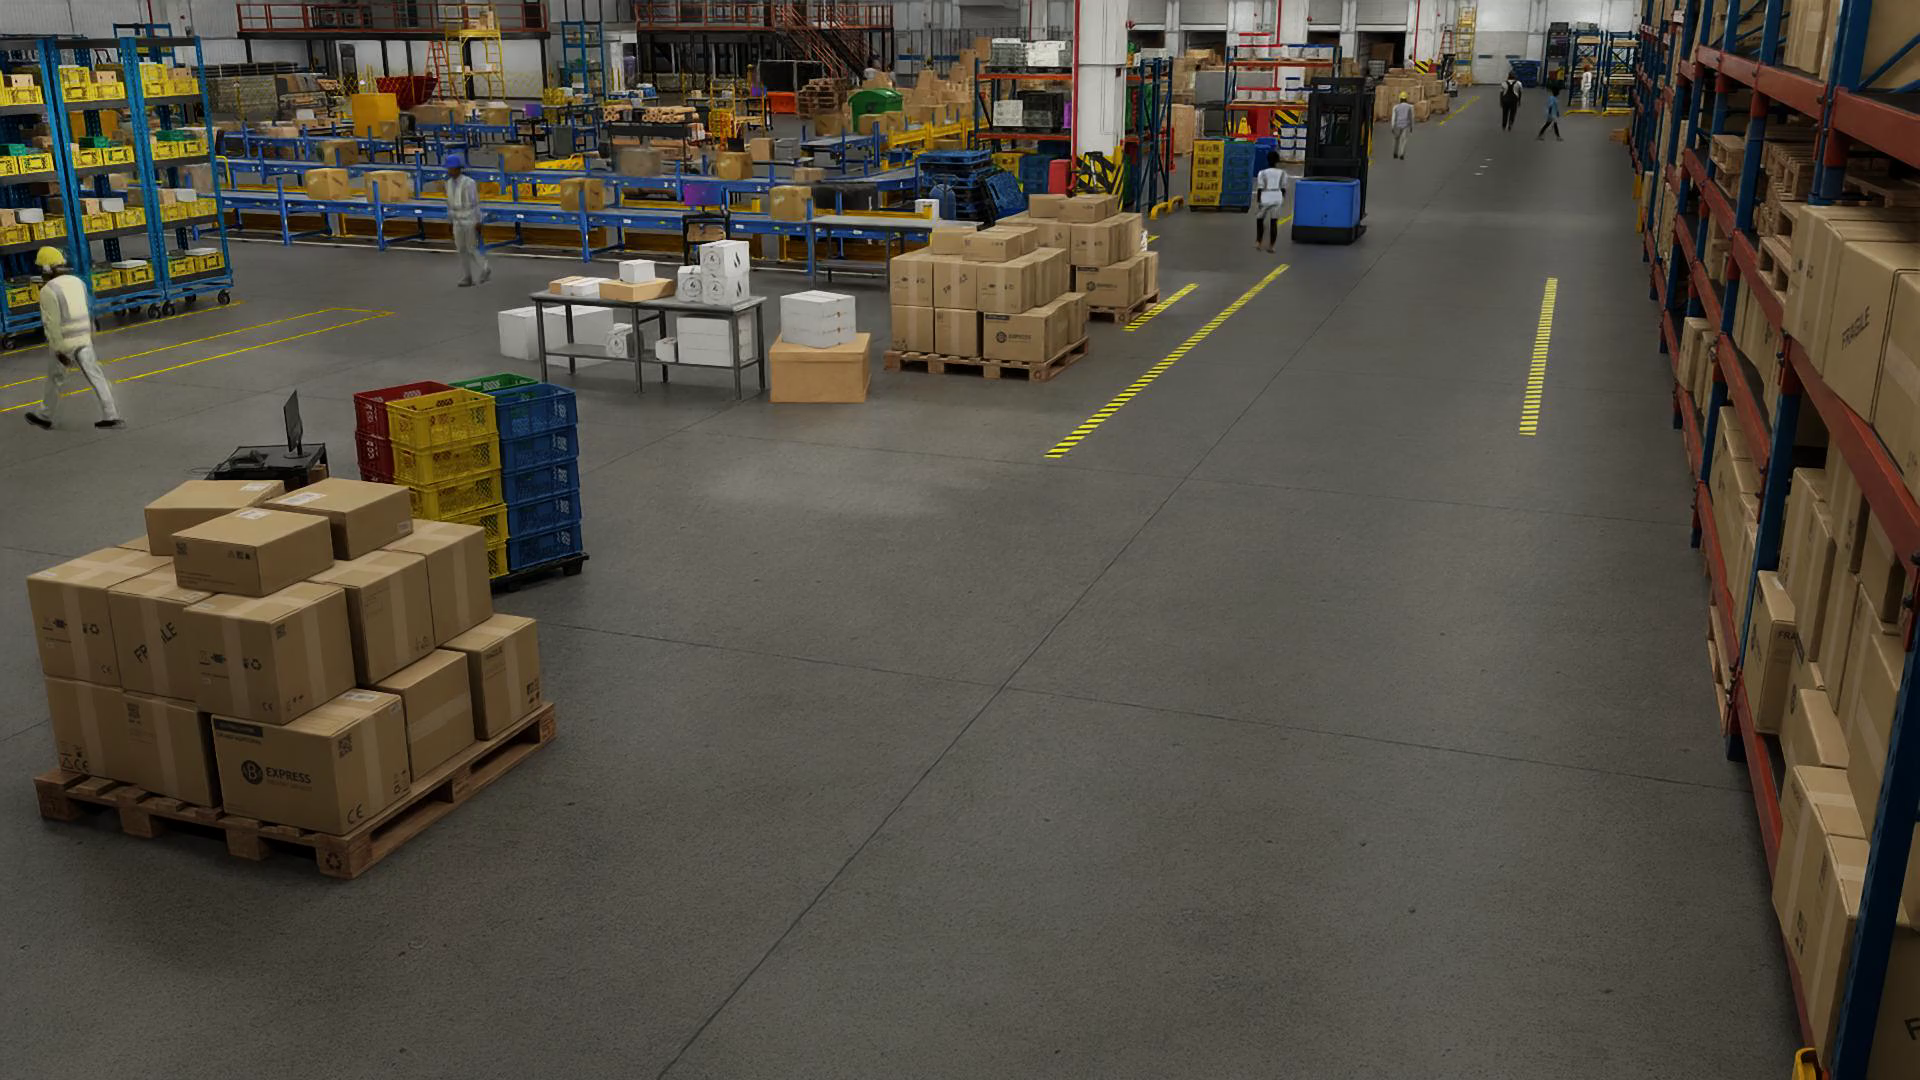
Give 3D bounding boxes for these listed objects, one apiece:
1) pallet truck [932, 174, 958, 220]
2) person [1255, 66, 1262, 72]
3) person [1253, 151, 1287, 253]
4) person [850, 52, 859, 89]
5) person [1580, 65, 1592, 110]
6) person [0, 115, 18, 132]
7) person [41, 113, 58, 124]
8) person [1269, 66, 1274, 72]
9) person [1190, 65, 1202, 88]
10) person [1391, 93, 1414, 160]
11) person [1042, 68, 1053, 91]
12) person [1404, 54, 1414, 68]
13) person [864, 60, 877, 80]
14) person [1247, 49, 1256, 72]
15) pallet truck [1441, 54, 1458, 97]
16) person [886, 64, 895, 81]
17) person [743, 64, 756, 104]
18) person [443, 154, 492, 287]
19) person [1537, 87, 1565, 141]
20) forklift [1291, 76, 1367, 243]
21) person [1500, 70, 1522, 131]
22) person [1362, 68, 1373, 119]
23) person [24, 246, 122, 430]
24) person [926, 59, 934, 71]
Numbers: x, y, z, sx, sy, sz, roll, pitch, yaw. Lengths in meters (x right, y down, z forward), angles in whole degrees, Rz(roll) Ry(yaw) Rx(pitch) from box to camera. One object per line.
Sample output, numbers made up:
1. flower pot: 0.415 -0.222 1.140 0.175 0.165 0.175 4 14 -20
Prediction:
1. pallet truck: -0.507 -5.292 27.348 0.653 1.274 1.630 6 19 19
2. person: 16.611 -26.446 92.870 0.831 1.892 0.580 11 20 30
3. person: 5.207 -5.708 28.047 0.546 1.661 0.752 -3 18 -8
4. person: -5.462 -24.531 86.852 0.574 1.885 0.356 6 19 19
5. person: 24.871 -17.923 66.114 0.571 1.876 0.353 -16 24 -41
6. person: -27.826 -12.336 48.490 0.645 1.913 0.409 -4 18 -13
7. person: -22.413 -10.096 41.238 0.390 2.040 0.614 5 18 15
8. person: 13.810 -20.164 73.437 0.501 1.678 0.782 -14 22 -37
9. person: 9.514 -18.008 66.384 1.004 1.862 0.610 -5 18 -16
10. person: 12.099 -11.318 45.510 0.592 1.788 0.945 4 18 13
11. person: 3.531 -18.211 67.054 0.586 1.853 1.032 -9 20 -27
12. person: 21.512 -22.275 79.673 0.371 1.941 0.627 -9 20 -27
13. person: -3.818 -19.203 70.020 0.626 1.930 0.805 -9 20 -25
14. person: 16.098 -26.225 92.136 1.046 1.930 0.634 3 18 10
15. pallet truck: 22.765 -21.886 78.355 0.823 1.965 1.885 -4 18 -14
16. person: -2.812 -18.372 67.572 0.435 1.848 0.520 11 21 31
17. person: -9.003 -19.533 71.414 0.905 1.714 0.534 10 20 28
18. person: -7.255 -4.663 24.330 0.650 1.939 0.505 10 20 28
19. person: 18.537 -13.328 52.023 0.874 1.650 0.541 9 20 26
20. forklift: 6.598 -6.755 29.381 1.129 2.768 1.873 6 19 19
21. person: 18.604 -14.878 56.267 0.694 2.000 0.720 8 19 23
22. person: 15.353 -16.756 62.485 0.745 1.839 0.524 -13 22 -35
23. person: -8.616 -1.926 15.990 0.936 1.783 0.596 4 18 13
24. person: -1.367 -20.605 74.581 0.326 1.841 0.516 13 22 36
